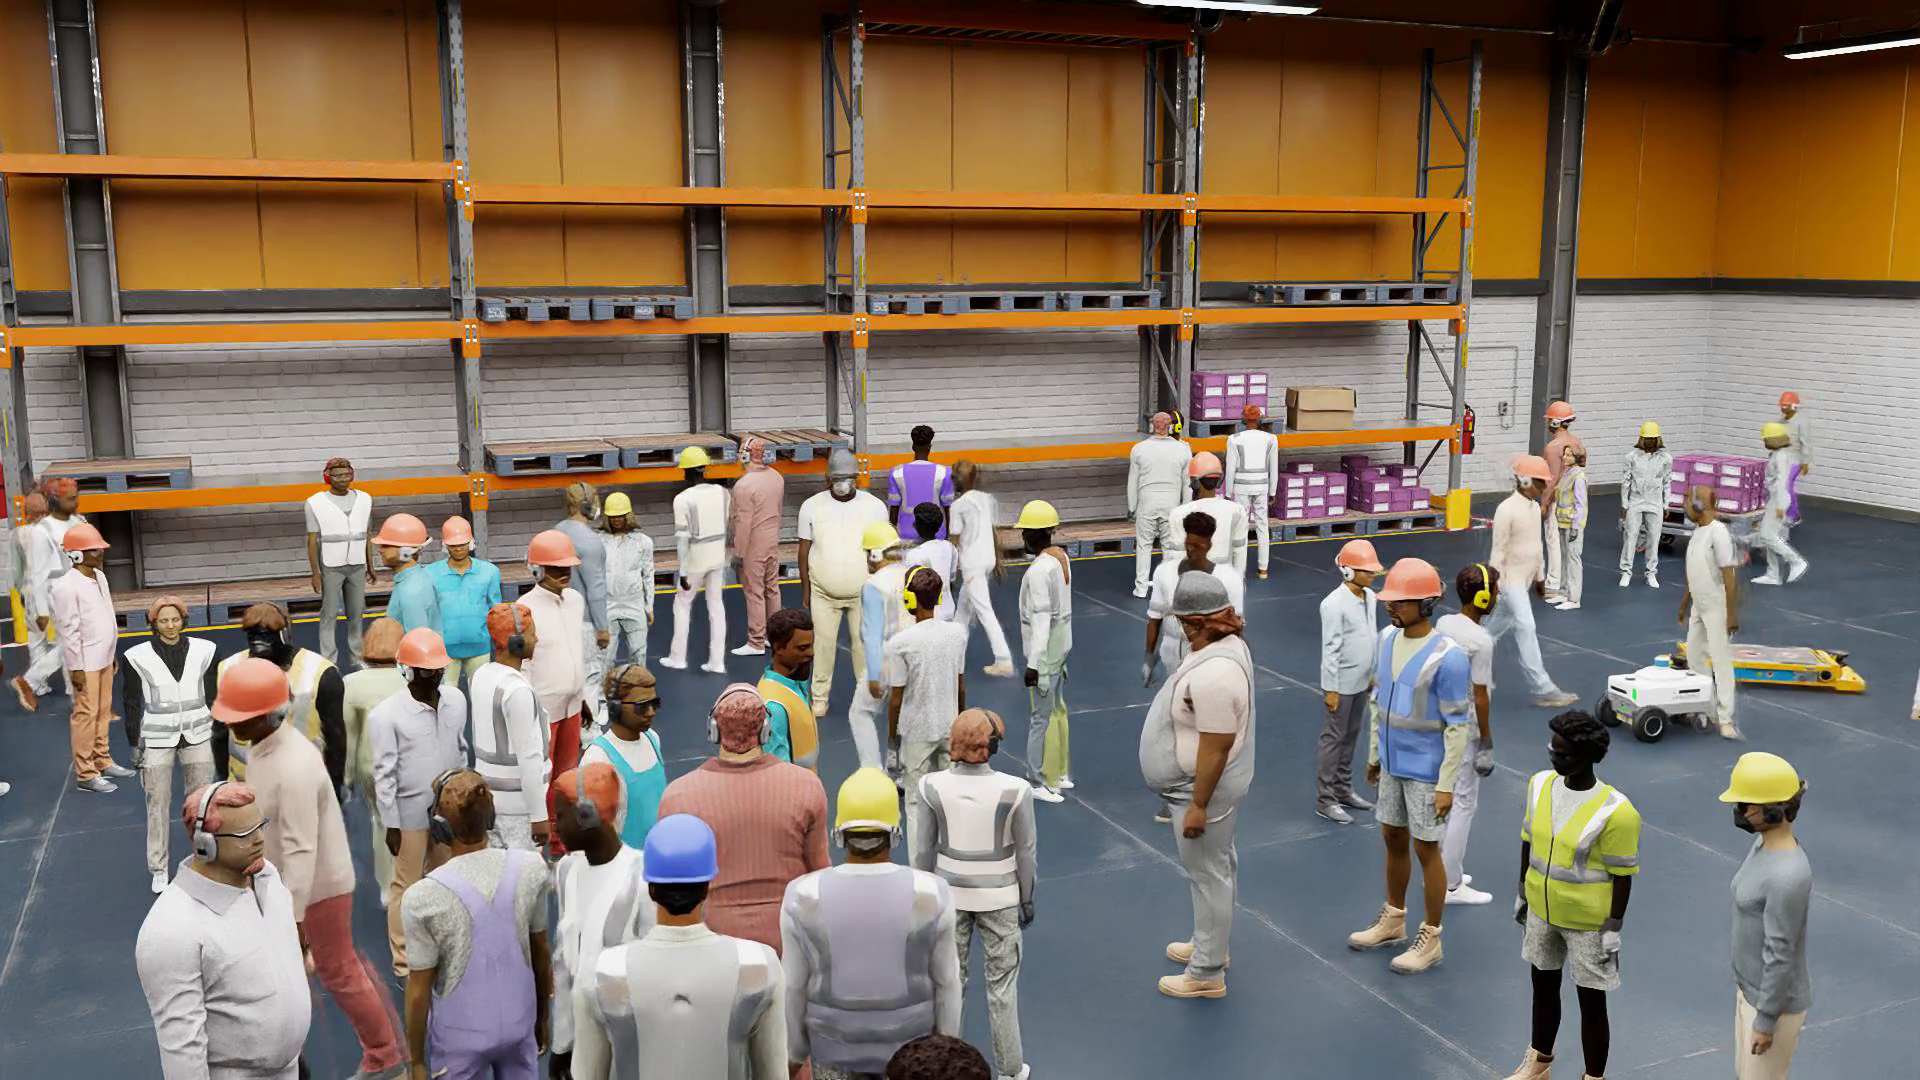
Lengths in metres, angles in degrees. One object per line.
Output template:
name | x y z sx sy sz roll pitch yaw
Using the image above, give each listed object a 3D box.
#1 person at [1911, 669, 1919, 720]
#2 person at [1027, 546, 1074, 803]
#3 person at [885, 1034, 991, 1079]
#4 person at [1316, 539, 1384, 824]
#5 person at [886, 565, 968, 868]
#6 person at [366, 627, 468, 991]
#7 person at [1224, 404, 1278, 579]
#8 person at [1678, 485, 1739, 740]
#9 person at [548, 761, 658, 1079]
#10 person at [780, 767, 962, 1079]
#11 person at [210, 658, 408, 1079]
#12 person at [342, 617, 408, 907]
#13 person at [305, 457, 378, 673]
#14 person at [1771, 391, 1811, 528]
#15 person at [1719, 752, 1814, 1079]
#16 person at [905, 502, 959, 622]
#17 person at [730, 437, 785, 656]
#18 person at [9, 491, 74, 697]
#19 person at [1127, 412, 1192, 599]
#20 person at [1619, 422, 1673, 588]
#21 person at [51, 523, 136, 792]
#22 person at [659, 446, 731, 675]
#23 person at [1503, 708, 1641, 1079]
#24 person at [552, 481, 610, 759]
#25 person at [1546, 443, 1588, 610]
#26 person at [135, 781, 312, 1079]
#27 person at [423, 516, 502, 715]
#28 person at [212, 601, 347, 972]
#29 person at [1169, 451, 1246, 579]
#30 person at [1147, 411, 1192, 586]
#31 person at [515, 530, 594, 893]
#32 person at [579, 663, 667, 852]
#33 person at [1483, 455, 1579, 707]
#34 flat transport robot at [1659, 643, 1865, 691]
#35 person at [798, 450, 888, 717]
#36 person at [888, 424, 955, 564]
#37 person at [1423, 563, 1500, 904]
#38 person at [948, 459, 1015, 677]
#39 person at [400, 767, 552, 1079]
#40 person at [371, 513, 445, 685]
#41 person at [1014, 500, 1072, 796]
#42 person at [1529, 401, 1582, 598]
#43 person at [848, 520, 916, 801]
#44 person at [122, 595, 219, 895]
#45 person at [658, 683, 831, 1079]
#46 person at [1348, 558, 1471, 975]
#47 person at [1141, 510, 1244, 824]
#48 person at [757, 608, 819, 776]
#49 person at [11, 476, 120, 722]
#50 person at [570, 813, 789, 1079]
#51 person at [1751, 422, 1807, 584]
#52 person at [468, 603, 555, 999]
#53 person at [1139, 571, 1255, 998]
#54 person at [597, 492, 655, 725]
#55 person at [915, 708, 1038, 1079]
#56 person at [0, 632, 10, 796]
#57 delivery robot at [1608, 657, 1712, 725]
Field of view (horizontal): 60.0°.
person | 7.406 0.468 12.379 0.434 1.821 0.657 7 12 35
person | 0.585 0.848 10.692 0.281 1.636 0.497 3 10 17
person | 0.005 1.953 3.512 0.374 1.917 0.597 1 10 5
person | 2.430 0.857 10.301 0.342 1.751 0.564 8 13 39
person | -0.177 1.054 8.878 0.504 1.861 0.328 -6 12 -33
person | -2.525 1.270 7.916 0.335 1.753 0.563 6 11 29
person | 3.120 -0.518 17.847 0.583 1.882 0.337 -1 10 -8
person | 5.477 0.523 12.103 0.359 1.812 0.714 0 10 0
person | -1.098 1.652 5.449 0.414 1.852 0.680 -8 13 -38
person | -0.291 1.650 5.519 0.598 1.827 0.404 0 10 -2
person | -2.662 1.392 6.655 0.859 1.939 0.637 -8 13 -40
person | -2.956 1.203 8.716 0.497 1.615 0.645 0 10 0
person | -5.069 0.230 13.647 0.390 1.846 0.564 8 13 40
person | 10.543 -1.019 21.127 0.447 1.740 0.607 -2 10 -9
person | 2.844 1.616 5.934 0.342 1.754 0.535 3 10 18
person | -0.223 0.561 12.170 0.318 1.698 0.535 7 12 35
person | -1.794 0.054 14.486 0.405 1.910 0.636 5 11 25
person | -7.170 0.431 13.085 0.510 1.640 0.308 0 10 -2
person | 2.011 -0.341 16.812 0.654 1.895 0.401 0 10 -2
person | 7.168 -0.367 17.385 0.493 1.743 0.297 2 10 12
person | -5.664 0.757 10.866 0.321 1.755 0.573 -1 10 -5
person | -2.219 0.164 13.861 0.716 1.901 0.608 10 14 44
person | 2.463 1.507 6.725 0.316 1.696 0.540 -6 12 -31
person | -2.605 0.558 11.500 0.370 1.938 0.627 -8 13 -38
person | 5.994 -0.137 16.339 0.306 1.645 0.522 1 10 5
person | -2.218 1.671 5.170 0.410 1.909 0.642 1 10 4
person | -3.343 0.704 11.180 0.563 1.752 0.327 -4 11 -22
person | -3.305 1.198 8.087 0.624 1.844 0.430 0 10 0
person | 1.806 0.361 12.322 0.608 2.045 0.369 -3 10 -18
person | 2.193 -0.410 17.271 0.328 1.872 0.513 -5 11 -26
person | -2.241 0.926 9.211 0.395 1.993 0.614 4 11 23
person | -1.351 1.408 6.869 0.345 1.844 0.506 3 10 16
person | 4.381 0.299 13.028 1.047 1.935 0.629 9 13 42
flat transport robot | 6.541 1.022 13.616 1.431 0.197 0.652 2 10 14
person | -0.873 0.330 12.514 0.688 2.000 0.539 -1 10 -5
person | -0.341 -0.063 14.992 0.608 1.965 0.365 1 10 4
person | 2.718 1.042 8.958 0.345 1.857 0.516 -2 10 -12
person | 0.108 0.225 13.859 0.954 1.796 0.506 6 12 32
person | -1.584 1.648 5.518 0.513 1.837 0.337 -8 13 -39
person | -3.209 0.829 9.763 0.371 1.997 0.611 -3 10 -14
person | 0.522 0.699 10.714 0.382 1.924 0.594 3 10 17
person | 6.068 -0.411 16.909 0.611 1.996 0.378 -10 14 -44
person | -0.487 0.776 10.608 0.549 1.807 0.601 7 12 34
person | -4.323 1.109 9.177 0.514 1.641 0.307 -8 13 -38
person | -0.807 1.478 6.282 0.640 1.910 0.401 -2 10 -11
person | 2.183 1.093 8.112 0.396 2.042 0.610 -4 11 -23
person | 1.491 0.742 10.508 0.617 1.920 0.992 7 12 33
person | -0.798 1.248 7.575 0.378 1.917 0.597 0 10 -2
person | -6.755 0.442 12.429 0.824 1.862 0.573 0 10 2
person | -0.789 1.733 4.750 0.618 1.933 0.420 -3 10 -15
person | 8.601 -0.375 17.488 0.498 1.712 0.522 4 11 24
person | -2.087 1.223 7.819 0.354 1.884 0.573 -8 12 -38
person | 1.116 1.133 7.884 0.536 2.000 0.672 3 10 15
person | -2.505 0.508 12.344 0.488 1.743 0.317 -2 10 -10
person | 0.067 1.502 6.918 0.514 1.639 0.314 2 10 13
person | -6.381 0.739 10.503 0.587 1.920 0.391 -4 11 -21
delivery robot | 5.094 1.096 12.105 0.707 0.478 0.477 -3 10 -16
